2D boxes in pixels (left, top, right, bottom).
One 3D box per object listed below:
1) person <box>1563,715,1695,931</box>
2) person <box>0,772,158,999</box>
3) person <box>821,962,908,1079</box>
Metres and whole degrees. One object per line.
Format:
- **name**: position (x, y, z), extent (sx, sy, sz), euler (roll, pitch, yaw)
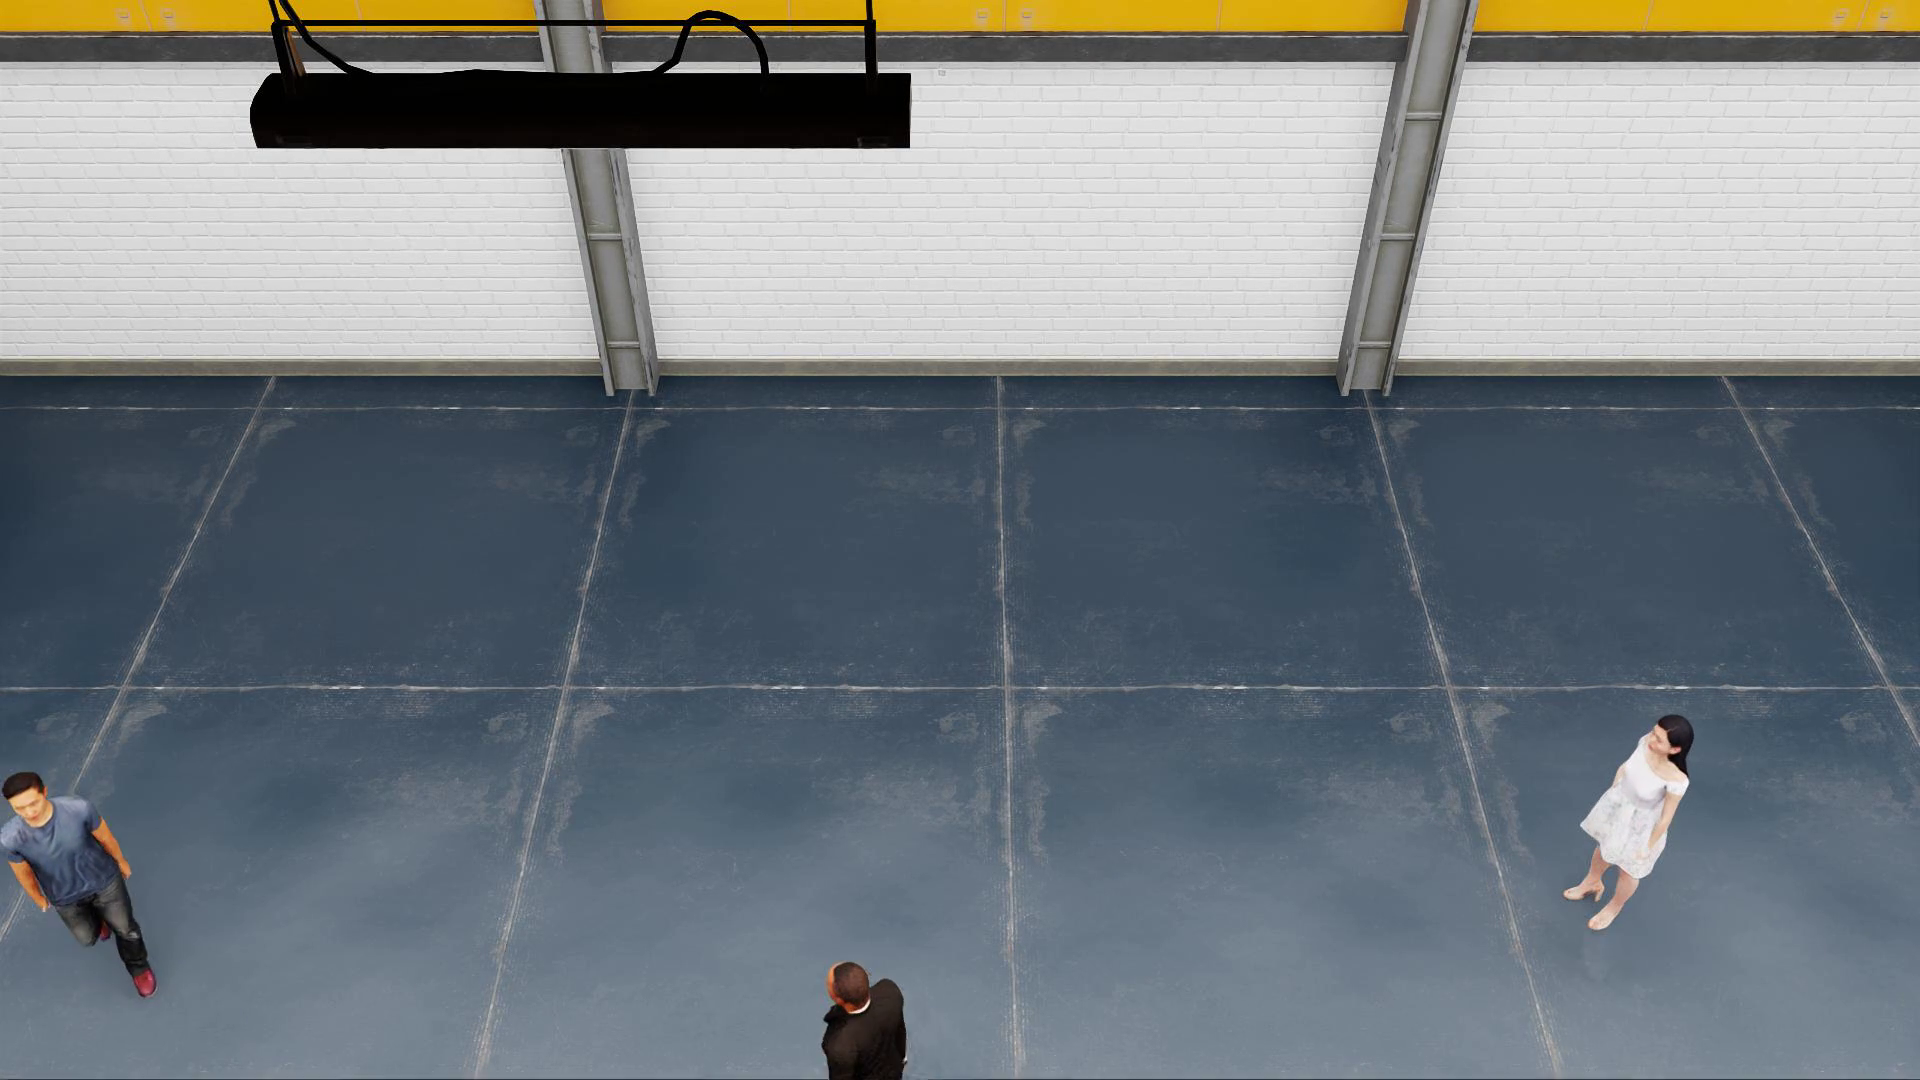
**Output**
- **person**: position (3.790, 1.591, 9.380), extent (0.714, 1.774, 0.708), euler (-9, 44, -9)
- **person**: position (-4.836, 1.811, 9.134), extent (0.971, 1.794, 0.984), euler (-25, 49, -24)
- **person**: position (-0.391, 2.699, 8.139), extent (1.249, 1.882, 1.099), euler (26, 49, 25)
